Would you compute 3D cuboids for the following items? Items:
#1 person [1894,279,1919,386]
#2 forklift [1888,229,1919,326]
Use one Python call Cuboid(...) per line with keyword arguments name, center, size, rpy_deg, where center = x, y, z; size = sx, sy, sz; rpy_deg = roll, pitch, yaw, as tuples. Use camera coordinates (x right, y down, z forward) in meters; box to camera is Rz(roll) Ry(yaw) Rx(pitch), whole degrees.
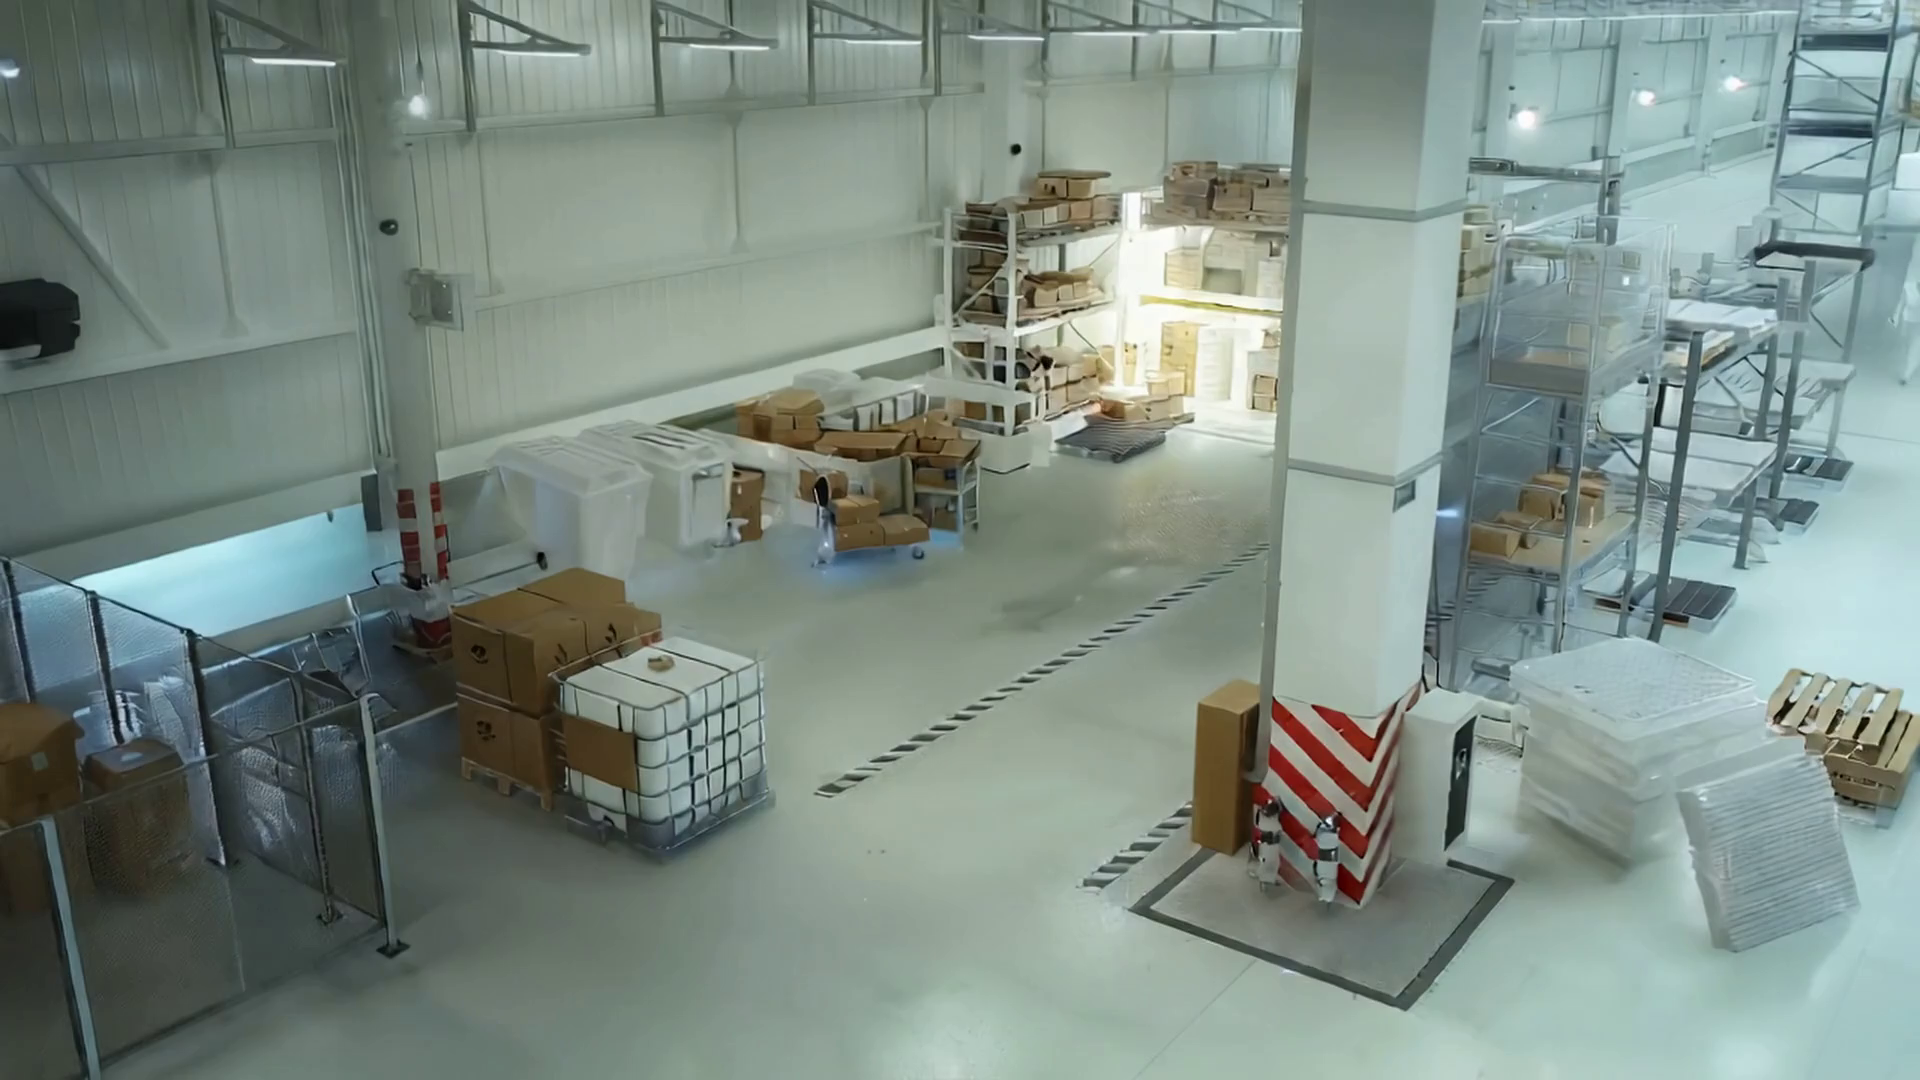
Cuboid(name="person", center=(14.553, -3.284, 25.244), size=(0.613, 1.883, 0.514), rpy_deg=(14, 23, 37))
Cuboid(name="forklift", center=(17.631, -5.287, 29.800), size=(1.129, 2.768, 1.873), rpy_deg=(13, 22, 34))
